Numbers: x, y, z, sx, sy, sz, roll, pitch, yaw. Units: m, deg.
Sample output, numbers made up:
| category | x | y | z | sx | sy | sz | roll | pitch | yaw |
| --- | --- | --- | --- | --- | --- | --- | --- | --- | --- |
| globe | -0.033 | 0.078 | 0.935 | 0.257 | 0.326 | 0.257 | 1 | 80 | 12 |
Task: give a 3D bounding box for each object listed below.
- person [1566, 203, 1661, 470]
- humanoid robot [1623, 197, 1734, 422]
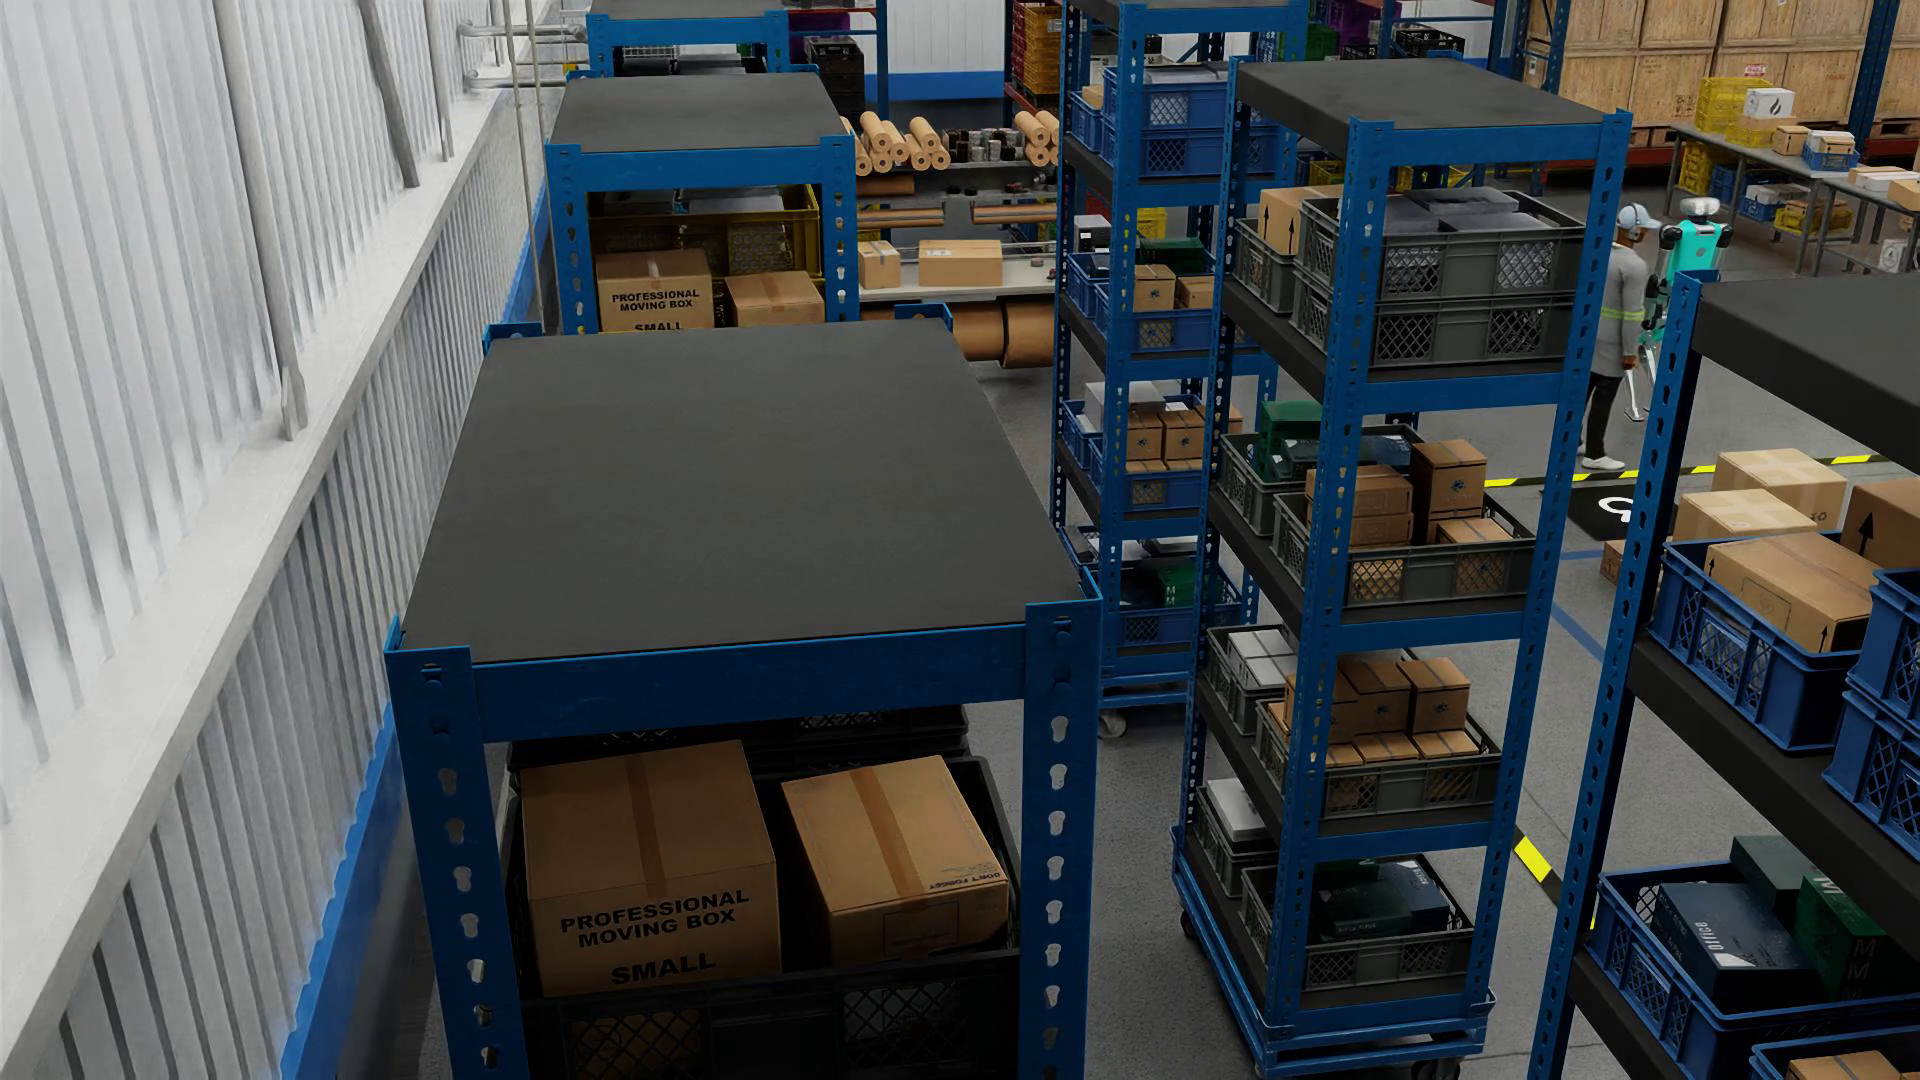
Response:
| category | x | y | z | sx | sy | sz | roll | pitch | yaw |
| --- | --- | --- | --- | --- | --- | --- | --- | --- | --- |
| person | 4.486 | -1.400 | 11.447 | 0.400 | 1.851 | 0.590 | -6 | 25 | -12 |
| humanoid robot | 5.108 | -1.714 | 12.107 | 0.533 | 1.677 | 0.735 | -4 | 25 | -9 |
